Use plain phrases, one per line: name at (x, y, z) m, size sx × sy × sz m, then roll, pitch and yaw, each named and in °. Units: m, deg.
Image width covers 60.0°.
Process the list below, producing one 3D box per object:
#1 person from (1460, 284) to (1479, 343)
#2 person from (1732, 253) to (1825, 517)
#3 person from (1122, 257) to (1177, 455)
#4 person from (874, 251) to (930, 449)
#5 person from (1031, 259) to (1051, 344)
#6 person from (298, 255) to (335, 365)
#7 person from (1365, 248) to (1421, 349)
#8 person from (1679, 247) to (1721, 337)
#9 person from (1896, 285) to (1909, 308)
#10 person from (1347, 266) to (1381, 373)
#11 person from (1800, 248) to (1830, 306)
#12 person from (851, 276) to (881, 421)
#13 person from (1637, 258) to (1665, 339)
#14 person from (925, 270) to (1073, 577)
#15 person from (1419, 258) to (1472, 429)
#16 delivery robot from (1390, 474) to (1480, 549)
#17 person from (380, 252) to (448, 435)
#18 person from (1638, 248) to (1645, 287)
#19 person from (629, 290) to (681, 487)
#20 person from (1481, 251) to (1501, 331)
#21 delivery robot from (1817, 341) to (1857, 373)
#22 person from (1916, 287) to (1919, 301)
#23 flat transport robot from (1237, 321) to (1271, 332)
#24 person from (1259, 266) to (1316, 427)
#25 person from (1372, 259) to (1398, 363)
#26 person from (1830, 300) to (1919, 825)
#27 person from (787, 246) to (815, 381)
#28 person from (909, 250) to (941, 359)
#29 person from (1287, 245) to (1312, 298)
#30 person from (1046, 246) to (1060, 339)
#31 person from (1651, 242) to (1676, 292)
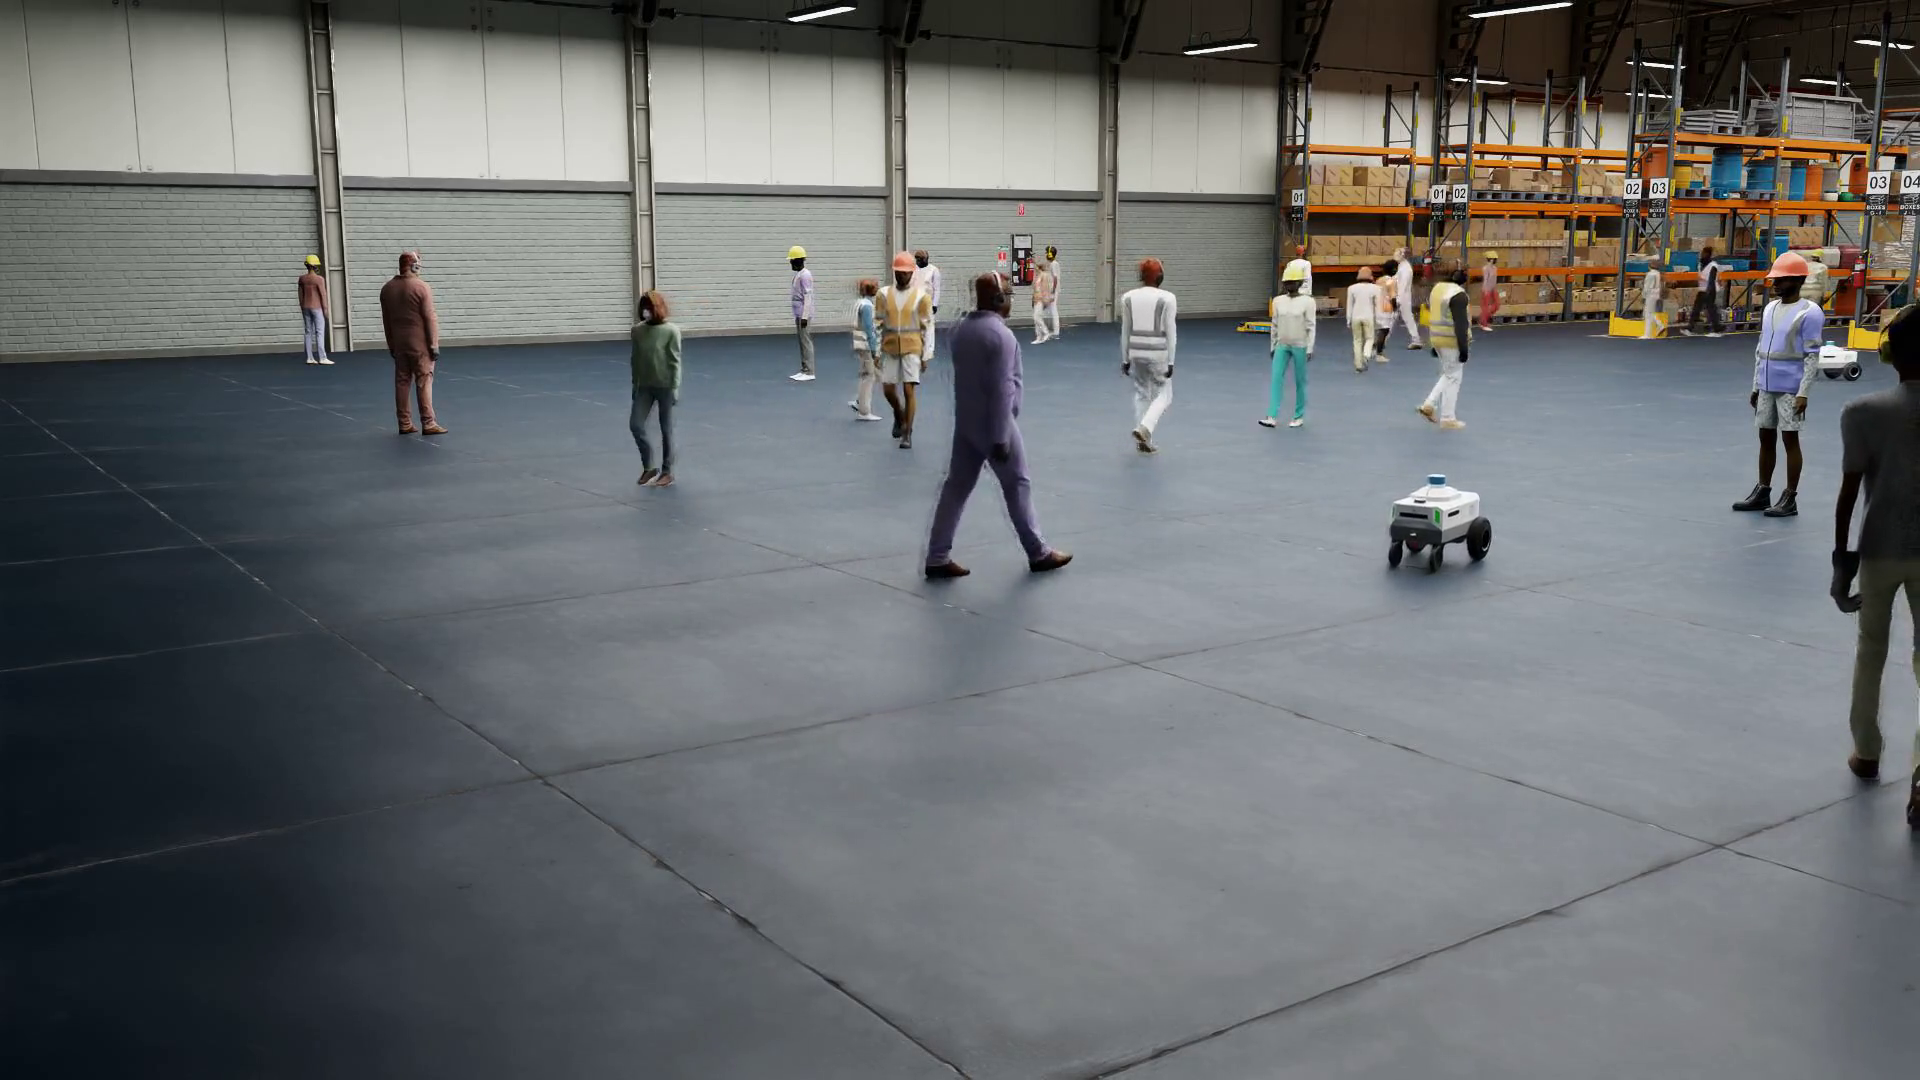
person at (9.601, -4.598, 32.205) m, size 0.877 × 1.578 × 0.510 m, roll 8°, pitch 13°, yaw 37°
person at (6.058, -1.138, 12.281) m, size 0.357 × 1.938 × 0.542 m, roll -3°, pitch 11°, yaw -18°
person at (1.750, -1.702, 15.569) m, size 0.580 × 1.872 × 0.543 m, roll 7°, pitch 12°, yaw 33°
person at (-0.557, -1.867, 16.328) m, size 0.562 × 1.918 × 0.554 m, roll 1°, pitch 10°, yaw 8°
person at (1.504, -4.558, 31.879) m, size 0.376 × 1.624 × 0.536 m, roll -4°, pitch 11°, yaw -20°
person at (-10.425, -3.713, 26.866) m, size 0.525 × 1.769 × 0.327 m, roll 4°, pitch 11°, yaw 22°
person at (7.994, -4.399, 30.386) m, size 1.013 × 1.848 × 0.672 m, roll 0°, pitch 10°, yaw -2°
person at (15.240, -5.068, 34.083) m, size 0.988 × 1.844 × 0.670 m, roll -2°, pitch 11°, yaw -11°
person at (21.778, -5.814, 38.203) m, size 0.441 × 1.830 × 0.550 m, roll -8°, pitch 13°, yaw -36°
person at (6.091, -3.326, 25.140) m, size 0.509 × 1.618 × 0.441 m, roll 4°, pitch 11°, yaw 20°
person at (17.587, -5.086, 34.250) m, size 0.502 × 1.813 × 0.625 m, roll -8°, pitch 13°, yaw -37°
person at (-1.011, -2.139, 18.624) m, size 0.374 × 1.624 × 0.544 m, roll -1°, pitch 10°, yaw -5°
person at (13.966, -4.857, 33.510) m, size 0.412 × 1.622 × 0.545 m, roll 9°, pitch 14°, yaw 40°
person at (0.205, -0.695, 10.080) m, size 0.986 × 1.852 × 0.664 m, roll -6°, pitch 12°, yaw -30°
person at (5.263, -2.094, 17.821) m, size 0.444 × 1.824 × 0.647 m, roll -1°, pitch 10°, yaw -8°
delivery robot at (3.004, -0.170, 10.511) m, size 0.477 × 0.478 × 0.707 m, roll 8°, pitch 13°, yaw 37°
person at (-5.682, -2.040, 17.328) m, size 0.638 × 1.903 × 0.408 m, roll 4°, pitch 11°, yaw 20°
person at (19.158, -7.276, 46.373) m, size 0.956 × 1.787 × 0.604 m, roll -8°, pitch 13°, yaw -36°
person at (-2.517, -1.230, 13.639) m, size 0.522 × 1.614 × 0.468 m, roll 4°, pitch 11°, yaw 23°
person at (11.622, -5.448, 36.417) m, size 0.530 × 1.754 × 0.372 m, roll -8°, pitch 13°, yaw -38°
delivery robot at (12.494, -2.614, 23.908) m, size 0.707 × 0.478 × 0.477 m, roll -2°, pitch 10°, yaw -9°
person at (20.045, -5.074, 34.451) m, size 0.834 × 1.707 × 0.512 m, roll -8°, pitch 13°, yaw -39°
flat transport robot at (6.663, -4.540, 35.502) m, size 0.652 × 0.197 × 1.431 m, roll -7°, pitch 13°, yaw -34°
person at (3.510, -2.053, 17.819) m, size 0.547 × 1.733 × 0.800 m, roll 7°, pitch 12°, yaw 34°
person at (6.943, -3.729, 27.149) m, size 0.418 × 1.683 × 0.574 m, roll -3°, pitch 11°, yaw -15°
person at (3.421, 0.066, 5.979) m, size 0.534 × 1.841 × 0.894 m, roll 4°, pitch 11°, yaw 22°
person at (-2.282, -3.247, 23.875) m, size 0.381 × 1.923 × 0.591 m, roll -3°, pitch 11°, yaw -13°
person at (-0.641, -3.988, 28.187) m, size 0.621 × 1.837 × 0.429 m, roll 6°, pitch 12°, yaw 30°
person at (6.809, -4.951, 33.333) m, size 0.355 × 1.883 × 0.574 m, roll -10°, pitch 14°, yaw -43°
person at (1.867, -4.992, 33.609) m, size 0.329 × 1.865 × 0.513 m, roll 1°, pitch 10°, yaw 3°
person at (17.047, -6.256, 40.295) m, size 0.991 × 1.944 × 0.649 m, roll -7°, pitch 12°, yaw -34°
